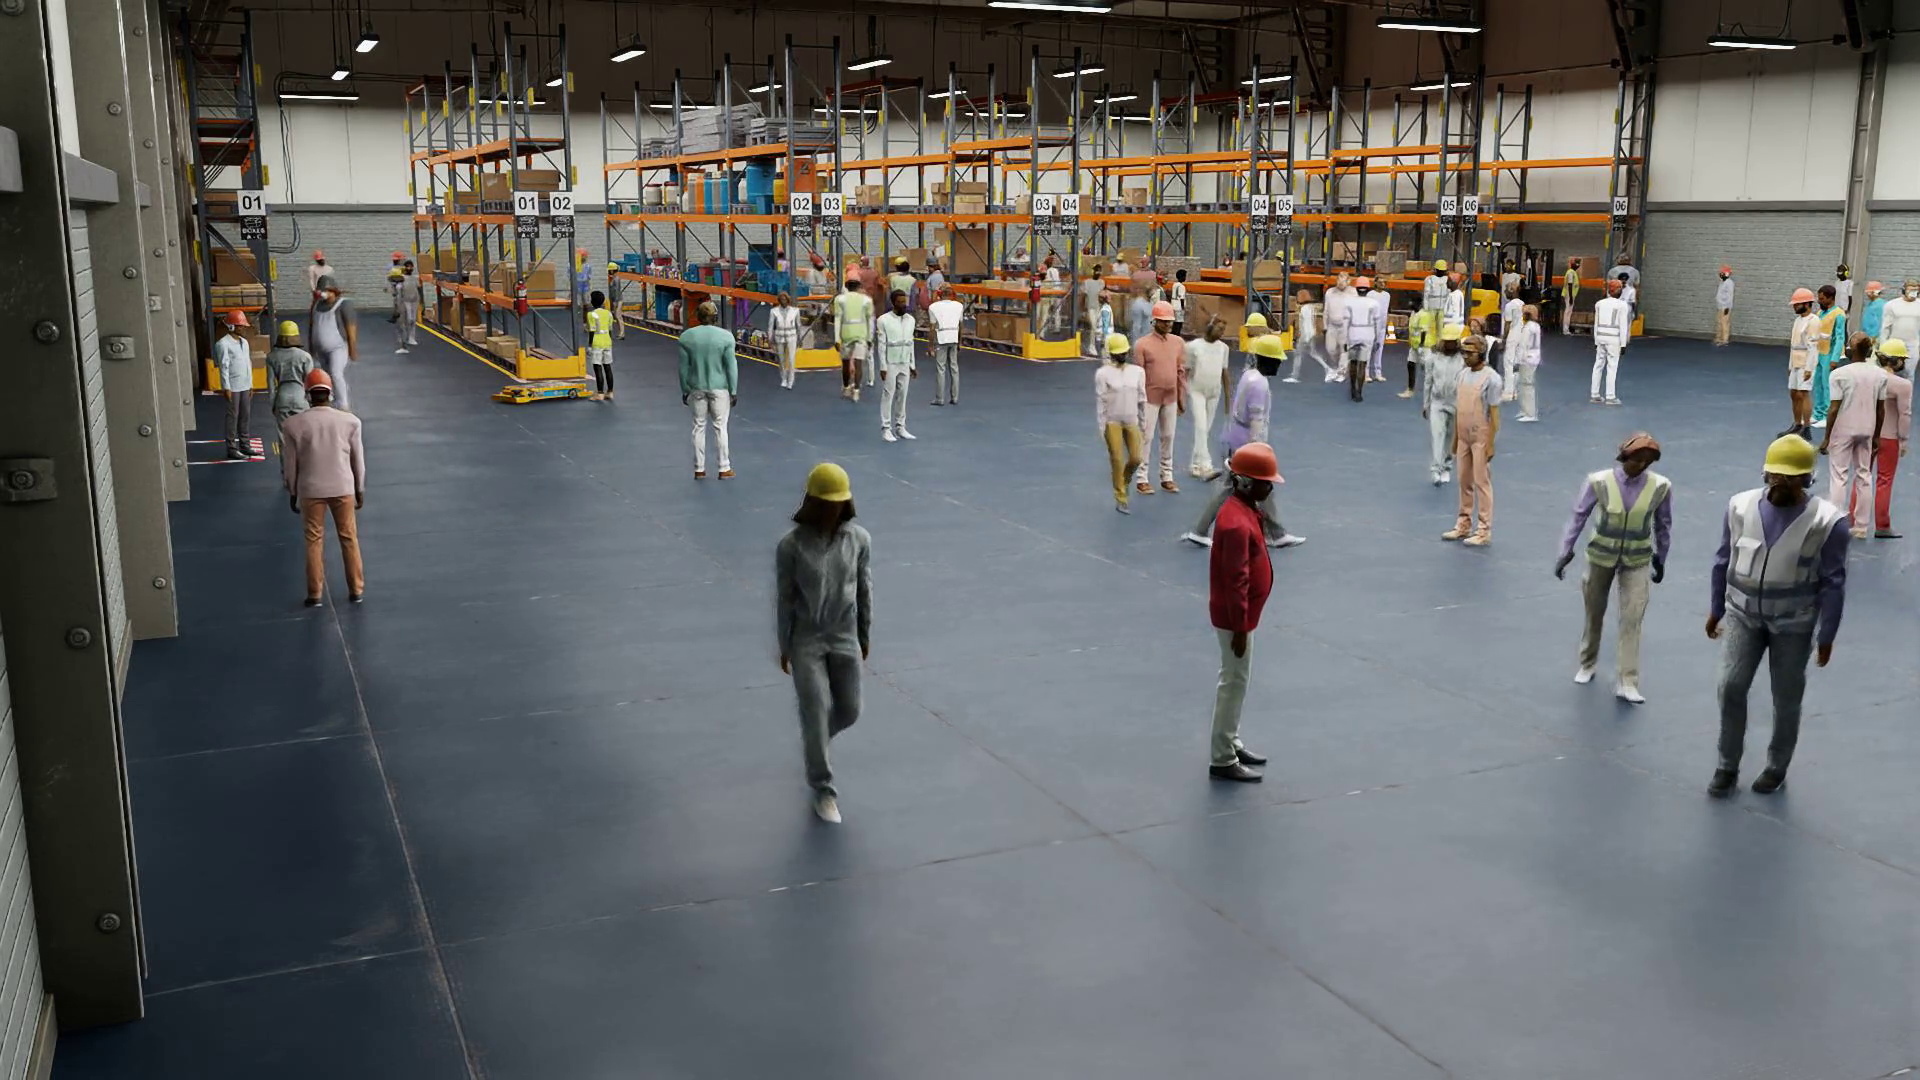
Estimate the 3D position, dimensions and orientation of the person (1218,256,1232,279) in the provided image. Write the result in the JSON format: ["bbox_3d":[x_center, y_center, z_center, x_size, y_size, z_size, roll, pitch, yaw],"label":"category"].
[{"bbox_3d":[7.604,-7.284,47.578,0.500,1.636,0.282,1,11,6],"label":"person"}]

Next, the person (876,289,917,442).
[{"bbox_3d":[-0.807,-2.219,21.117,0.587,1.920,0.392,-10,15,-42],"label":"person"}]

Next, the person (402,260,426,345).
[{"bbox_3d":[-11.960,-5.186,36.370,0.556,1.854,0.513,11,15,44],"label":"person"}]

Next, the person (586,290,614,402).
[{"bbox_3d":[-5.528,-2.969,25.495,0.316,1.695,0.541,6,12,27],"label":"person"}]

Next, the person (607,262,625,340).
[{"bbox_3d":[-7.847,-5.428,37.847,0.349,1.758,0.522,-4,12,-20],"label":"person"}]

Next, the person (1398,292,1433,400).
[{"bbox_3d":[7.081,-3.000,25.711,0.457,1.668,0.561,-2,11,-9],"label":"person"}]

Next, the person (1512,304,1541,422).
[{"bbox_3d":[7.794,-2.437,22.993,0.496,1.623,0.517,7,13,31],"label":"person"}]

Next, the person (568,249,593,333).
[{"bbox_3d":[-9.172,-6.007,40.176,0.662,2.003,0.426,-10,15,-42],"label":"person"}]

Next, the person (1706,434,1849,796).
[{"bbox_3d":[3.952,0.387,8.123,0.639,1.816,0.662,10,15,42],"label":"person"}]

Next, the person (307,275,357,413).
[{"bbox_3d":[-8.841,-2.707,23.290,0.702,2.000,0.642,5,12,24],"label":"person"}]

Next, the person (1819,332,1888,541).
[{"bbox_3d":[7.844,-0.905,14.629,0.516,1.843,0.327,0,11,-1],"label":"person"}]

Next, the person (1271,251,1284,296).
[{"bbox_3d":[8.892,-7.143,46.405,0.404,1.823,0.586,-11,15,-44],"label":"person"}]

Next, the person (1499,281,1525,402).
[{"bbox_3d":[8.436,-3.026,25.426,0.340,1.841,0.501,10,15,41],"label":"person"}]

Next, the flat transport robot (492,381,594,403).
[{"bbox_3d":[-6.449,-2.300,25.733,0.652,0.197,1.431,9,15,40],"label":"flat transport robot"}]

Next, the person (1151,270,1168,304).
[{"bbox_3d":[3.623,-4.040,30.599,0.381,1.835,0.561,2,11,12],"label":"person"}]

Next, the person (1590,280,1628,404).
[{"bbox_3d":[9.834,-2.994,25.180,0.355,1.876,0.574,-6,13,-28],"label":"person"}]

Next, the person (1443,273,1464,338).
[{"bbox_3d":[8.234,-3.513,27.790,0.359,1.883,0.573,4,12,18],"label":"person"}]

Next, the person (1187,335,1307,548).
[{"bbox_3d":[2.447,-0.830,14.227,1.012,1.858,0.646,2,11,8],"label":"person"}]

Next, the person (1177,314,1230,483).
[{"bbox_3d":[2.669,-1.516,17.876,0.553,1.793,0.948,-4,12,-17],"label":"person"}]

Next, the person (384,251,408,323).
[{"bbox_3d":[-14.800,-6.676,43.860,0.622,1.885,0.837,5,12,23],"label":"person"}]

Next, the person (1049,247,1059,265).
[{"bbox_3d":[2.725,-7.750,49.355,0.322,1.871,0.531,11,15,43],"label":"person"}]

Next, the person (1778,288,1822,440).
[{"bbox_3d":[10.705,-2.234,21.190,0.390,1.922,0.554,1,11,3],"label":"person"}]

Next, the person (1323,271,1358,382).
[{"bbox_3d":[6.490,-3.630,28.362,0.665,1.886,0.422,7,13,30],"label":"person"}]

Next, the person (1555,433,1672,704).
[{"bbox_3d":[3.880,0.149,9.909,0.645,1.587,0.796,3,12,17],"label":"person"}]

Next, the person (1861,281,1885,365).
[{"bbox_3d":[15.245,-3.456,27.862,0.342,1.742,0.568,2,11,9],"label":"person"}]

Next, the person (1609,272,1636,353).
[{"bbox_3d":[13.457,-4.591,33.804,0.536,1.675,0.618,1,11,7],"label":"person"}]

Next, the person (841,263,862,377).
[{"bbox_3d":[-1.897,-3.878,29.356,0.395,1.993,0.614,3,12,15],"label":"person"}]

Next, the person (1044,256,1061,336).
[{"bbox_3d":[2.083,-5.749,39.206,0.733,1.856,0.594,9,14,38],"label":"person"}]

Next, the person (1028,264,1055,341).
[{"bbox_3d":[1.845,-5.345,37.453,0.600,1.733,0.389,-3,11,-13],"label":"person"}]

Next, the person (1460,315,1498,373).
[{"bbox_3d":[6.413,-1.976,20.633,0.529,1.622,0.463,8,14,36],"label":"person"}]

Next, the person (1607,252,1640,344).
[{"bbox_3d":[14.658,-5.361,36.775,0.676,2.000,0.536,6,13,28],"label":"person"}]

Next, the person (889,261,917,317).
[{"bbox_3d":[-1.203,-4.810,34.341,0.602,1.900,0.633,4,12,18],"label":"person"}]

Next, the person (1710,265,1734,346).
[{"bbox_3d":[16.588,-5.094,36.159,0.347,1.746,0.572,1,11,6],"label":"person"}]

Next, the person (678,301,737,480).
[{"bbox_3d":[-2.709,-1.608,17.965,0.635,1.936,0.354,1,11,6],"label":"person"}]

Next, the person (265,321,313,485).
[{"bbox_3d":[-7.080,-1.449,17.663,0.495,1.745,0.316,-1,11,-6],"label":"person"}]

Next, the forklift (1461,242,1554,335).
[{"bbox_3d":[13.047,-6.049,39.881,2.313,2.155,1.214,-5,12,-23],"label":"forklift"}]

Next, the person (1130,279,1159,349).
[{"bbox_3d":[2.628,-2.872,24.456,0.570,1.909,0.686,6,13,28],"label":"person"}]

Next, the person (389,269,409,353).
[{"bbox_3d":[-11.581,-4.729,34.350,0.317,1.736,0.486,-3,11,-13],"label":"person"}]
